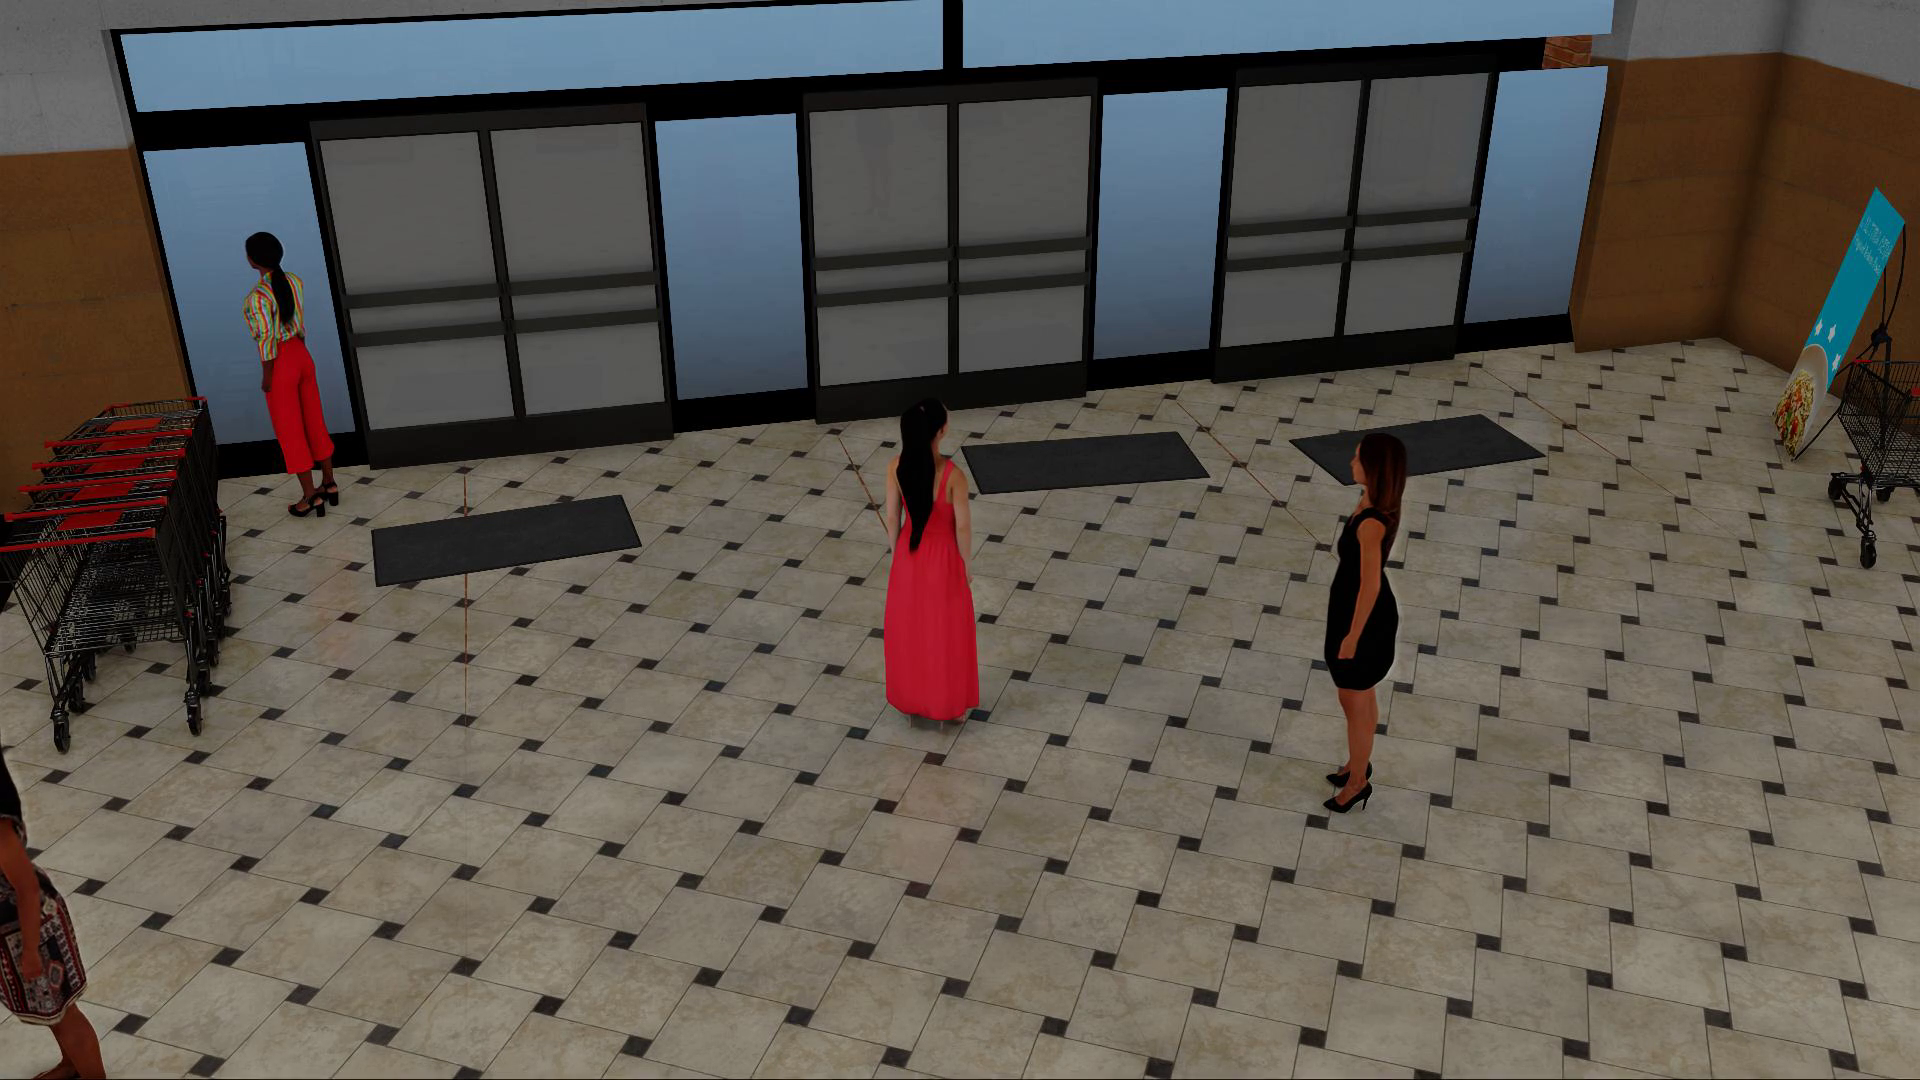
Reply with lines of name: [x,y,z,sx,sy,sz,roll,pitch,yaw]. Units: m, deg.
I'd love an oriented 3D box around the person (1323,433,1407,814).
person: [1.764,0.388,7.315,0.728,1.834,0.633,8,28,16]

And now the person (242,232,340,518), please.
person: [-4.072,-0.996,10.088,0.736,1.793,0.630,7,28,14]

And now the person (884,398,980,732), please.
person: [-0.147,0.134,7.942,0.714,1.720,0.755,10,29,20]

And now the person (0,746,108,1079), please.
person: [-3.223,1.310,5.705,0.784,1.645,0.639,-23,35,-37]
